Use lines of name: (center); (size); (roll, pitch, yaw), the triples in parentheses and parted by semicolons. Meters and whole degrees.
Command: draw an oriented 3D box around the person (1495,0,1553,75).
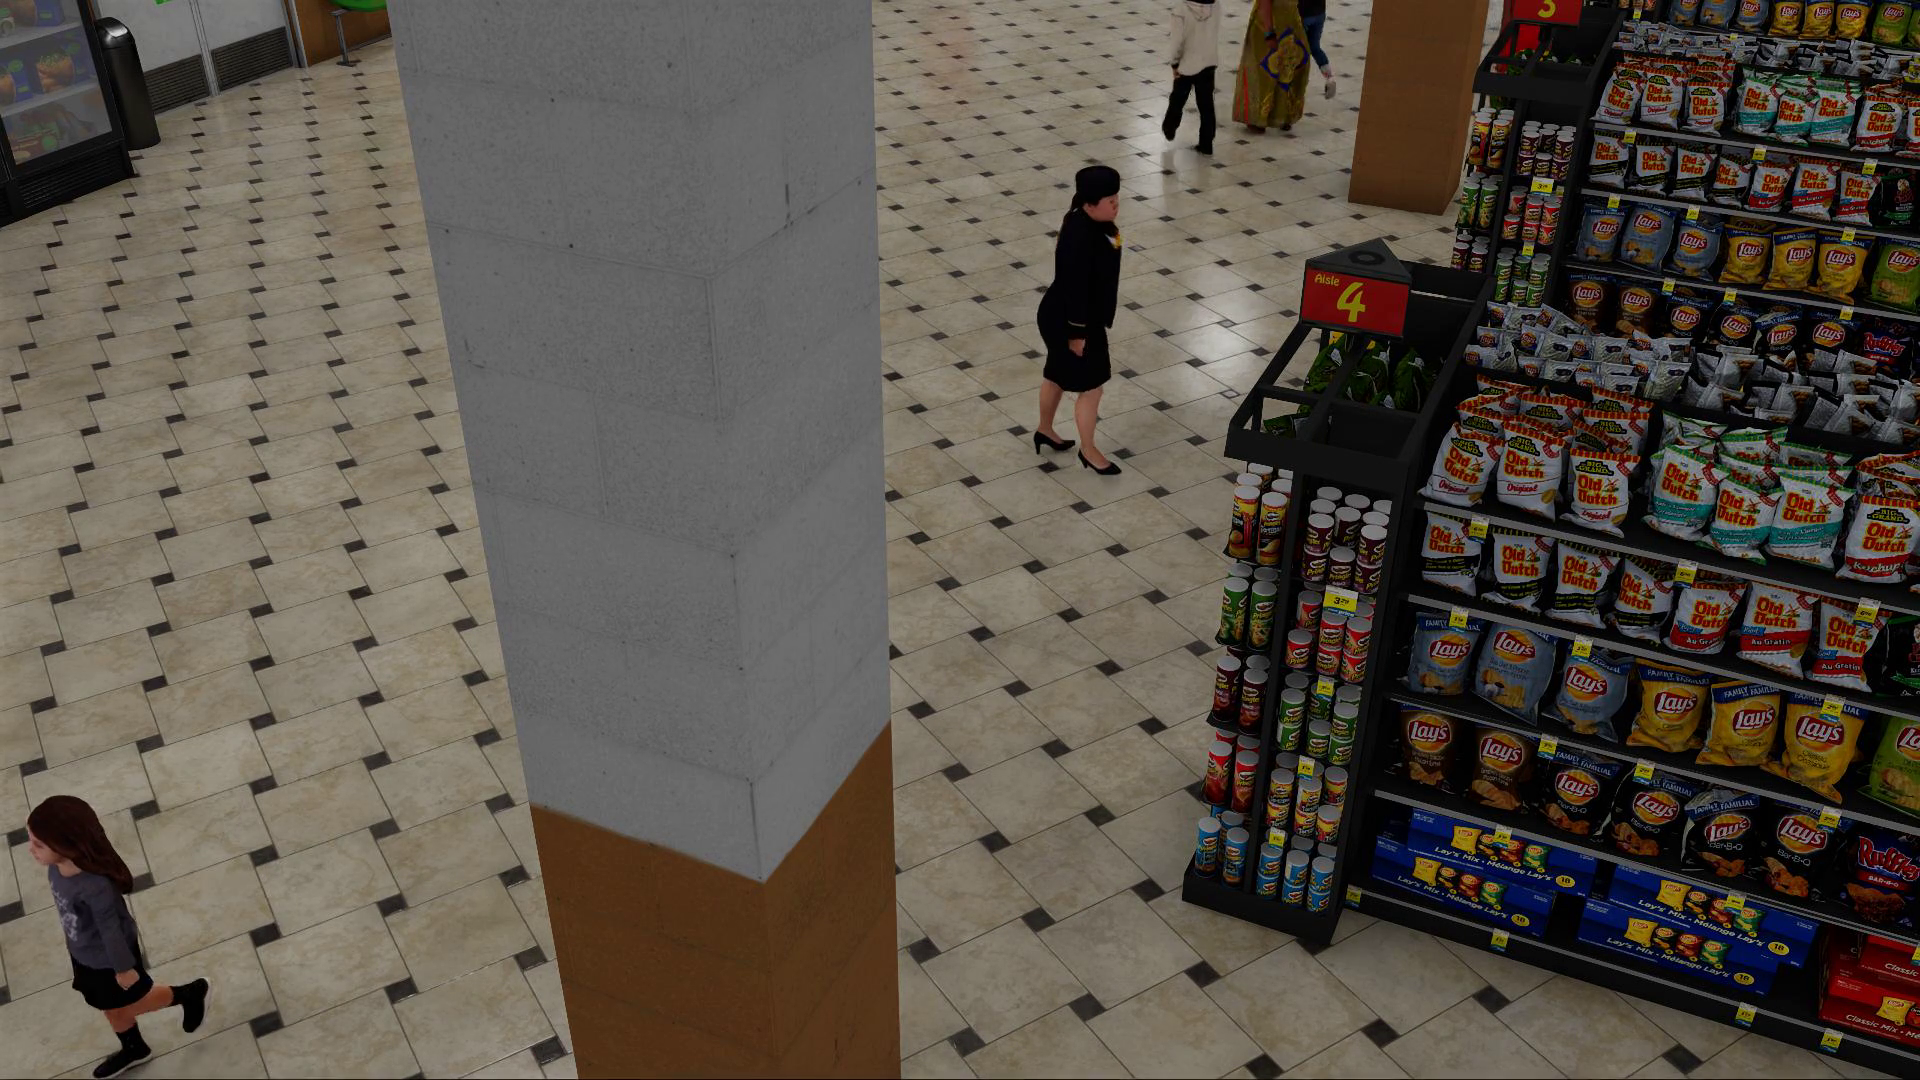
person: (4.231, -3.679, 12.574); (0.941, 1.725, 0.876); (0, 32, -1)

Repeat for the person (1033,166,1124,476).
person: (0.557, -1.126, 8.544); (0.808, 1.648, 0.763); (5, 32, 7)

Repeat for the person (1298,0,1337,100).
person: (2.999, -4.438, 14.032); (0.808, 1.473, 0.934); (-20, 37, -29)

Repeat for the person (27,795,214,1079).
person: (-2.665, 1.241, 5.261); (0.622, 1.097, 0.622); (24, 39, 33)

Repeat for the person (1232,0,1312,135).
person: (2.466, -4.102, 13.332); (0.903, 1.644, 0.942); (-17, 36, -25)

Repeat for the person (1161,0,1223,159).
person: (1.854, -3.651, 12.824); (0.977, 1.414, 0.970); (-7, 33, -11)
